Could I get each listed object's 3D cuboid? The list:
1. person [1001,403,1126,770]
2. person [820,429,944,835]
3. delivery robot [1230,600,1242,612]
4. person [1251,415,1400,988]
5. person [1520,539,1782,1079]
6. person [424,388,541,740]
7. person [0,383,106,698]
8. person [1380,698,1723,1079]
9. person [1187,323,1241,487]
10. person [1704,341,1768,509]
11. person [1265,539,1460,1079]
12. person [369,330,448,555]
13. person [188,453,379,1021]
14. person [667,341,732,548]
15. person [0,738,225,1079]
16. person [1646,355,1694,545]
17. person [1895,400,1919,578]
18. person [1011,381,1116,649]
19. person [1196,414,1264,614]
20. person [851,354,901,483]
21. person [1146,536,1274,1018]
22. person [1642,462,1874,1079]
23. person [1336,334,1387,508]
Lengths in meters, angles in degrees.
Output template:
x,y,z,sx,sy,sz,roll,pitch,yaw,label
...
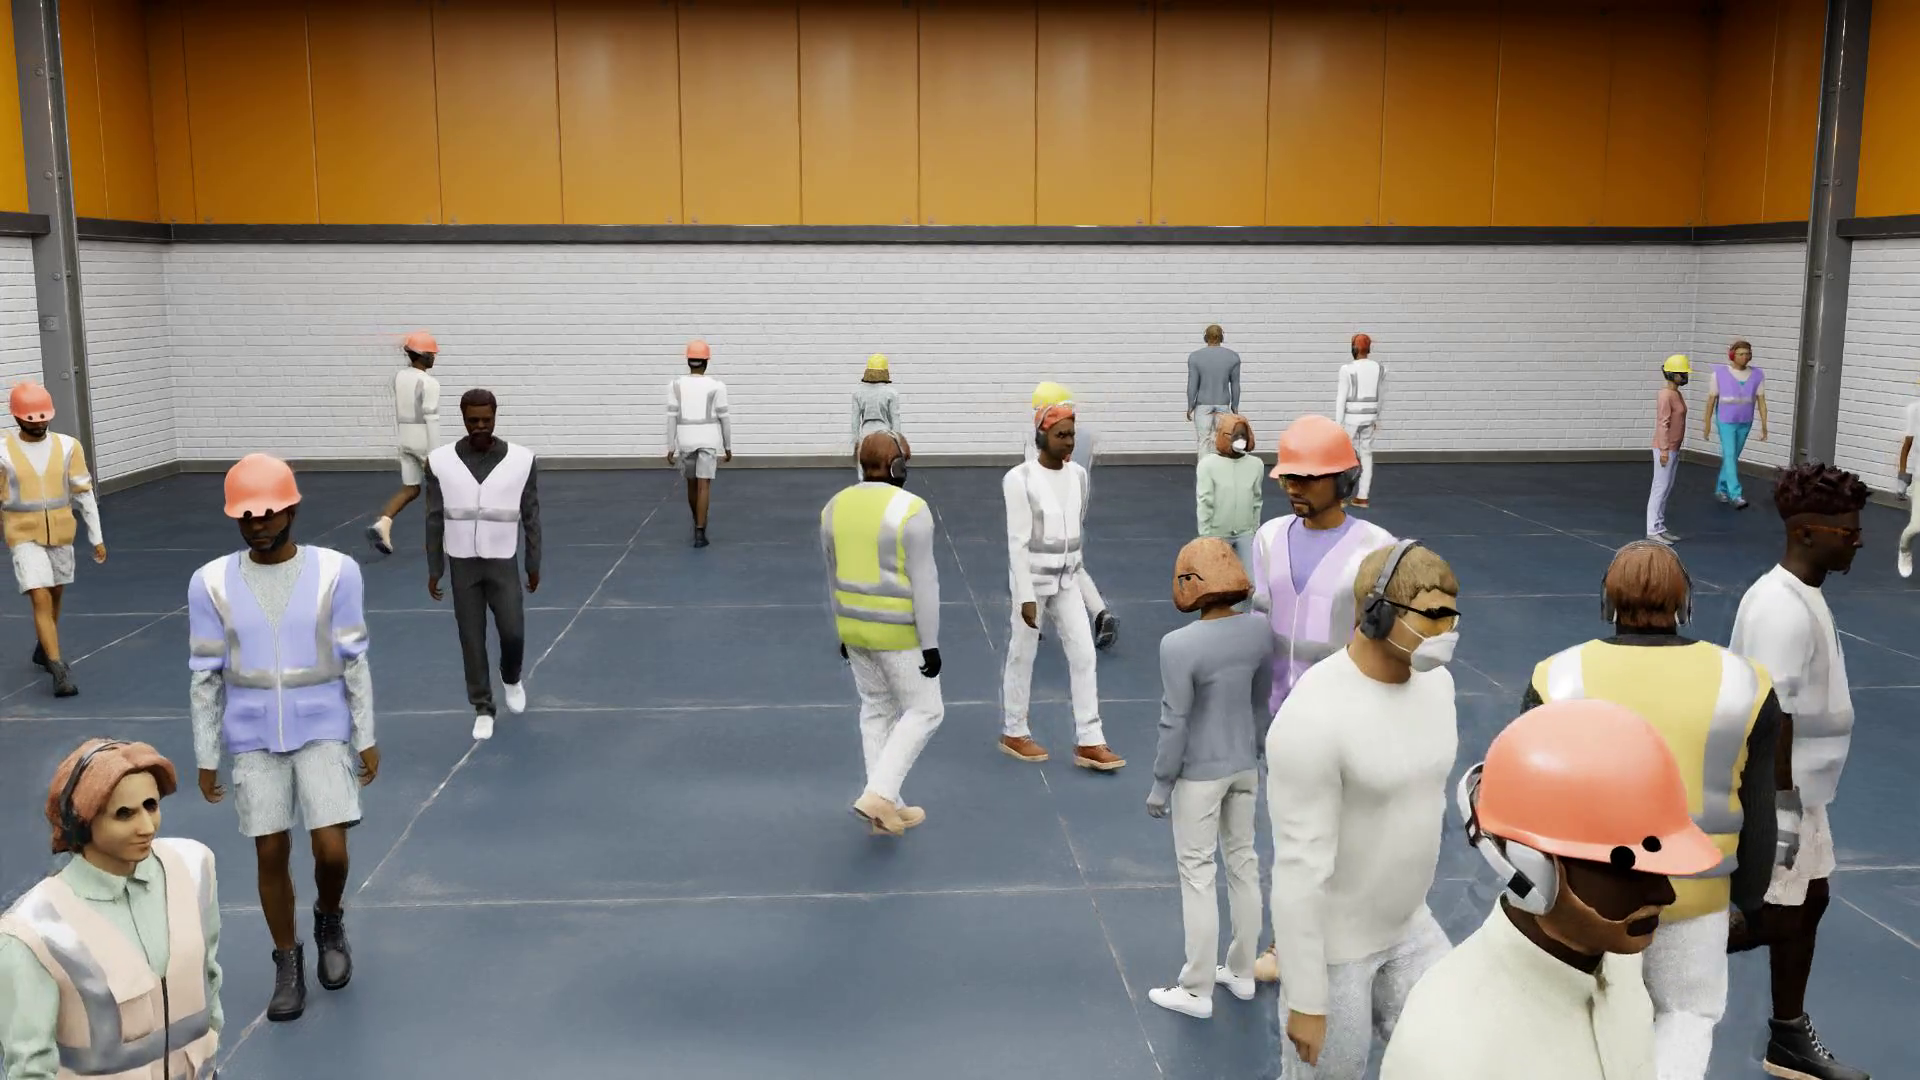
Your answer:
x,y,z,sx,sy,sz,roll,pitch,yaw,label
0.501,0.253,8.350,0.575,1.849,0.854,-7,11,-37,person
-0.341,0.425,7.377,0.643,1.824,0.462,8,12,39,person
2.134,0.360,11.453,0.707,0.478,0.477,8,12,39,delivery robot
1.207,0.591,5.675,0.408,2.035,0.608,-7,12,-39,person
1.767,0.909,4.325,0.637,1.823,0.609,3,10,21,person
-2.598,0.114,9.087,0.604,1.905,0.487,-2,9,-13,person
-5.574,-0.030,10.111,0.596,1.871,1.031,-9,13,-44,person
0.841,1.182,2.204,0.642,1.947,0.973,-8,12,-41,person
2.964,-1.561,19.486,0.635,1.936,0.354,-1,9,-4,person
8.388,-1.246,17.946,0.586,1.790,0.964,0,9,1,person
0.969,0.950,3.787,0.665,1.910,0.674,-8,12,-40,person
-4.824,-0.833,14.665,0.618,2.022,0.788,6,11,33,person
-2.262,0.663,5.567,0.574,1.920,0.404,-2,9,-15,person
-2.423,-0.915,15.580,0.570,1.883,0.987,1,9,5,person
-1.587,1.183,3.286,0.842,1.592,0.547,4,10,25,person
6.622,-0.840,15.492,0.316,1.767,0.535,6,11,35,person
7.674,-0.500,13.131,0.520,1.849,0.664,2,9,14,person
0.684,-0.155,11.076,0.598,1.806,0.769,-7,11,-36,person
1.748,0.008,10.649,0.507,1.616,0.570,-2,9,-15,person
-0.803,-0.933,16.148,0.494,1.743,0.309,2,9,15,person
0.845,0.796,5.634,0.498,1.633,0.283,-7,11,-36,person
2.456,0.722,5.119,0.693,1.949,0.635,6,11,34,person
4.282,-1.275,17.879,0.600,1.878,0.394,-3,9,-17,person
